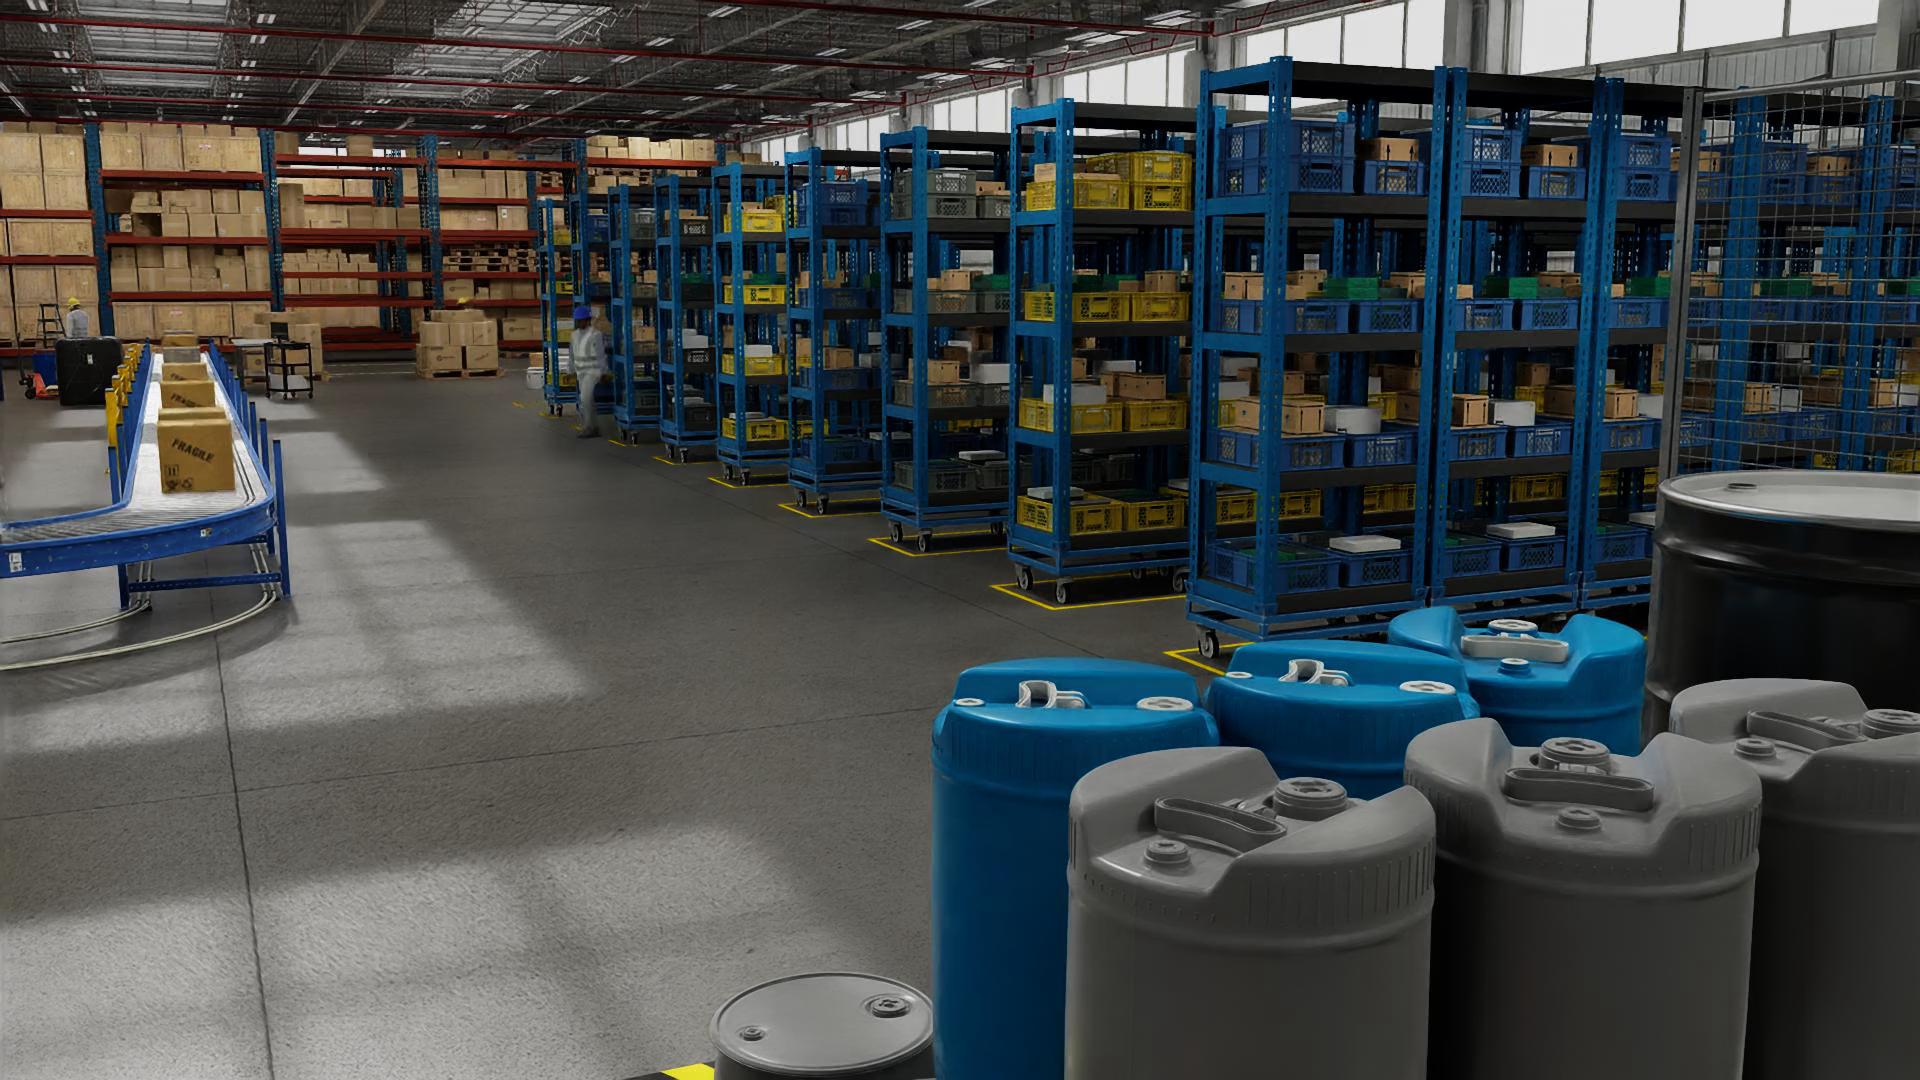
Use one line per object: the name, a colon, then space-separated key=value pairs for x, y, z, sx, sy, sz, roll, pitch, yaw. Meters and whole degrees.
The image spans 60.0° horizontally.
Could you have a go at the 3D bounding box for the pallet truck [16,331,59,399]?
pallet truck: x=-17.082 y=-3.353 z=31.781 sx=1.630 sy=1.274 sz=0.653 roll=-4 pitch=10 yaw=-25

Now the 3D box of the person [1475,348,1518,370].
person: x=5.657 y=-1.342 z=17.738 sx=0.577 sy=1.818 sz=0.848 roll=-2 pitch=9 yaw=-15

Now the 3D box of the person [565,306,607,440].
person: x=-5.443 y=-2.402 z=23.926 sx=0.653 sy=1.920 sz=0.710 roll=7 pitch=12 yaw=37

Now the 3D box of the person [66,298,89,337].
person: x=-20.232 y=-4.636 z=38.140 sx=0.404 sy=1.823 sz=0.591 roll=3 pitch=9 yaw=15

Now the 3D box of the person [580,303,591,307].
person: x=-10.458 y=-5.962 z=45.907 sx=0.747 sy=1.970 sz=0.617 roll=-5 pitch=10 yaw=-26

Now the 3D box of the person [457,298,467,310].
person: x=-13.276 y=-5.623 z=44.563 sx=0.900 sy=1.720 sz=0.535 roll=-4 pitch=10 yaw=-24
